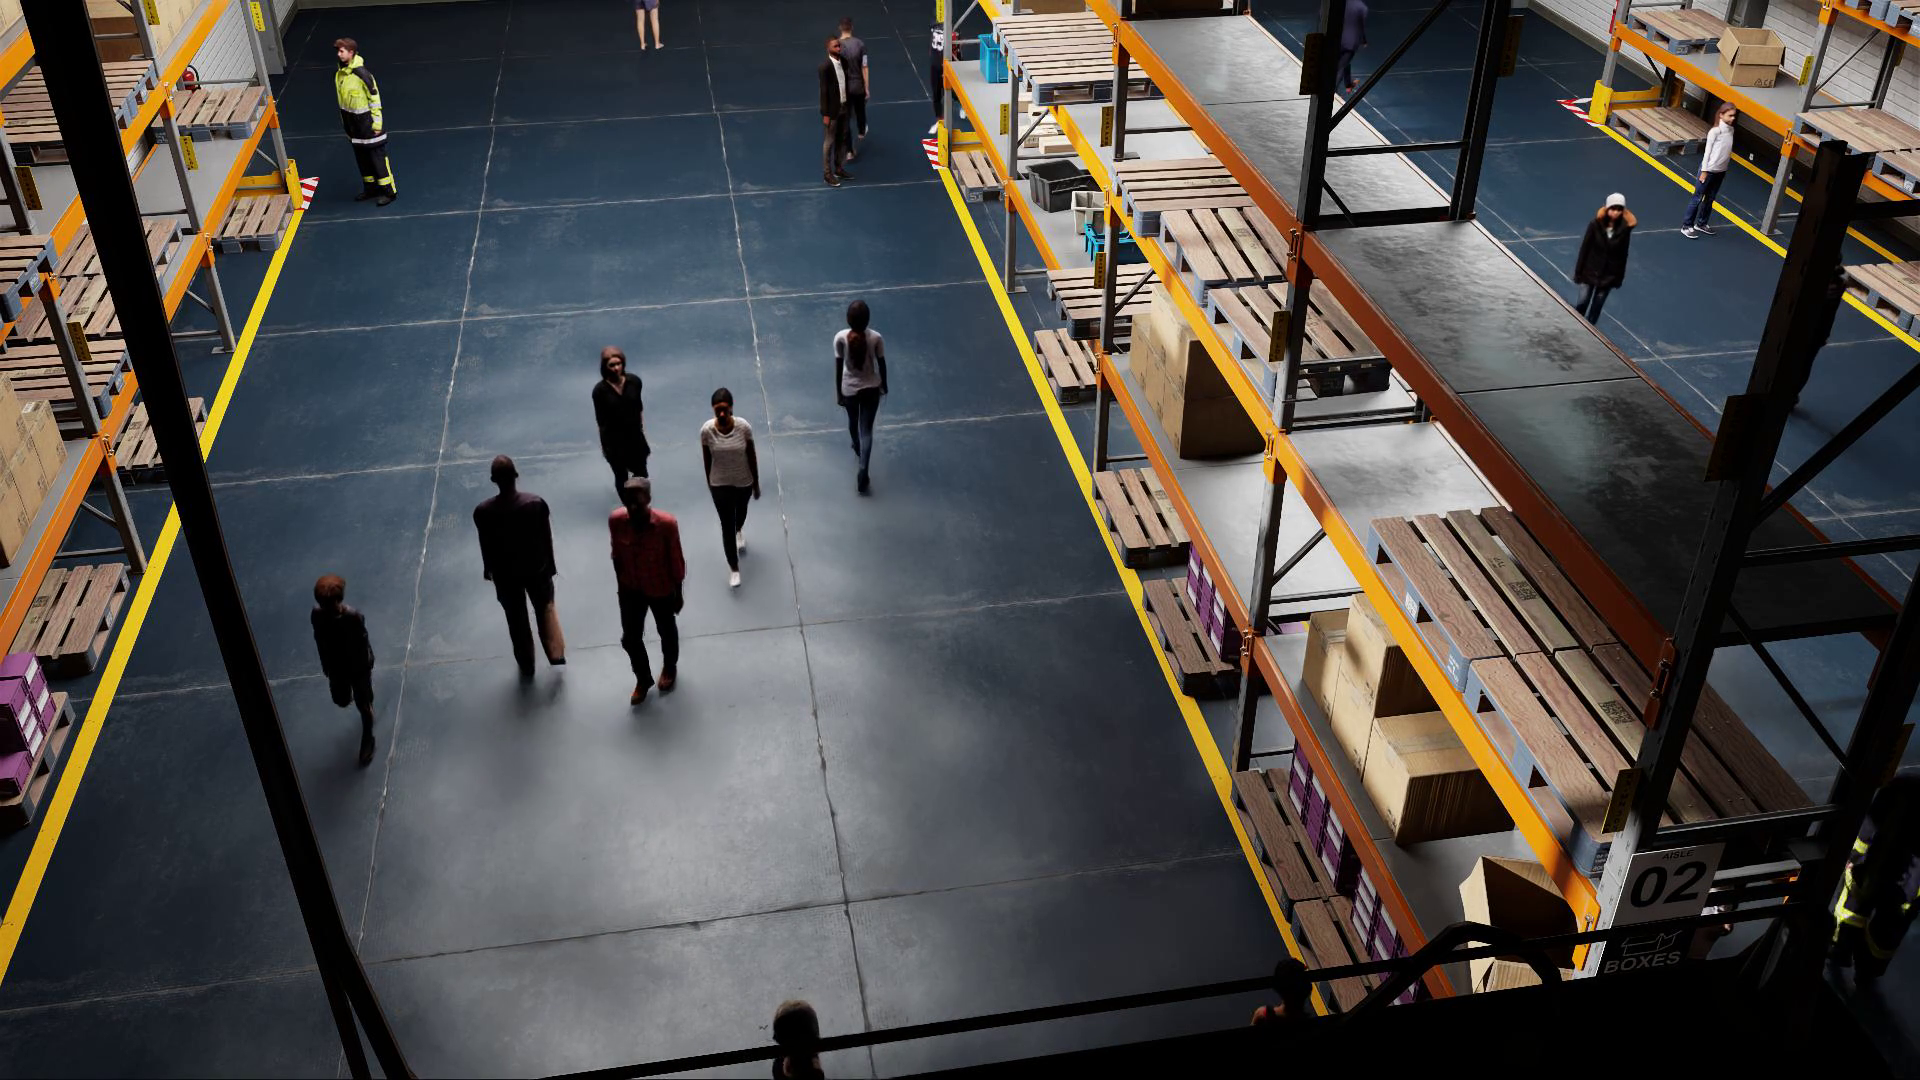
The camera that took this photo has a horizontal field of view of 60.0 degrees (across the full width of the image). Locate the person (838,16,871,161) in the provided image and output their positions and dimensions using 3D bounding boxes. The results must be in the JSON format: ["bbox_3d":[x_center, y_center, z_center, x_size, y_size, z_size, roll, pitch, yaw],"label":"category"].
[{"bbox_3d":[-1.404,-5.639,20.950,0.839,1.714,1.209,3,34,4],"label":"person"}]

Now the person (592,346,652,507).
[{"bbox_3d":[-2.831,-0.860,13.777,0.683,1.695,0.726,-18,38,-25],"label":"person"}]

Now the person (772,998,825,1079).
[{"bbox_3d":[-0.642,2.840,8.105,0.726,1.812,0.808,-11,35,-16],"label":"person"}]

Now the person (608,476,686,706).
[{"bbox_3d":[-2.205,0.280,11.956,0.829,1.814,0.863,4,34,6],"label":"person"}]

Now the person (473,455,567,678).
[{"bbox_3d":[-3.161,0.253,11.988,0.750,1.823,0.777,-12,36,-18],"label":"person"}]

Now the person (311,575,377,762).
[{"bbox_3d":[-4.202,0.817,11.489,0.640,1.436,0.834,3,34,4],"label":"person"}]

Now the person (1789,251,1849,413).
[{"bbox_3d":[7.873,-1.914,15.394,0.662,1.662,0.594,-6,34,-9],"label":"person"}]

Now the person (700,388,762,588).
[{"bbox_3d":[-1.825,-0.508,13.331,0.594,1.603,1.093,-6,34,-9],"label":"person"}]

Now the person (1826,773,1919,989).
[{"bbox_3d":[5.377,1.881,9.512,0.924,1.853,0.961,17,37,24],"label":"person"}]

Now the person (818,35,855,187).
[{"bbox_3d":[-1.530,-5.251,20.289,0.792,1.799,0.742,23,40,30],"label":"person"}]

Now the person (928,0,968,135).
[{"bbox_3d":[-0.165,-6.232,21.844,0.996,1.712,1.018,26,41,33],"label":"person"}]

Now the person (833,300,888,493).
[{"bbox_3d":[-0.853,-1.214,14.327,0.699,1.677,1.114,-1,34,-2],"label":"person"}]

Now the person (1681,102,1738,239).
[{"bbox_3d":[8.594,-4.242,18.989,0.585,1.558,0.593,-15,36,-21],"label":"person"}]

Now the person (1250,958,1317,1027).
[{"bbox_3d":[1.609,2.803,8.433,0.747,1.511,1.049,5,34,8],"label":"person"}]

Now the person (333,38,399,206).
[{"bbox_3d":[-7.066,-4.965,19.695,0.870,1.981,0.901,17,37,24],"label":"person"}]

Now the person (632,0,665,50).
[{"bbox_3d":[-4.714,-8.149,24.861,0.629,1.565,0.620,5,34,7],"label":"person"}]

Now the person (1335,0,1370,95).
[{"bbox_3d":[5.213,-6.712,22.596,1.123,1.680,1.103,25,41,33],"label":"person"}]

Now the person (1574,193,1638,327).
[{"bbox_3d":[6.375,-2.707,16.615,0.729,1.630,0.747,6,34,10],"label":"person"}]
